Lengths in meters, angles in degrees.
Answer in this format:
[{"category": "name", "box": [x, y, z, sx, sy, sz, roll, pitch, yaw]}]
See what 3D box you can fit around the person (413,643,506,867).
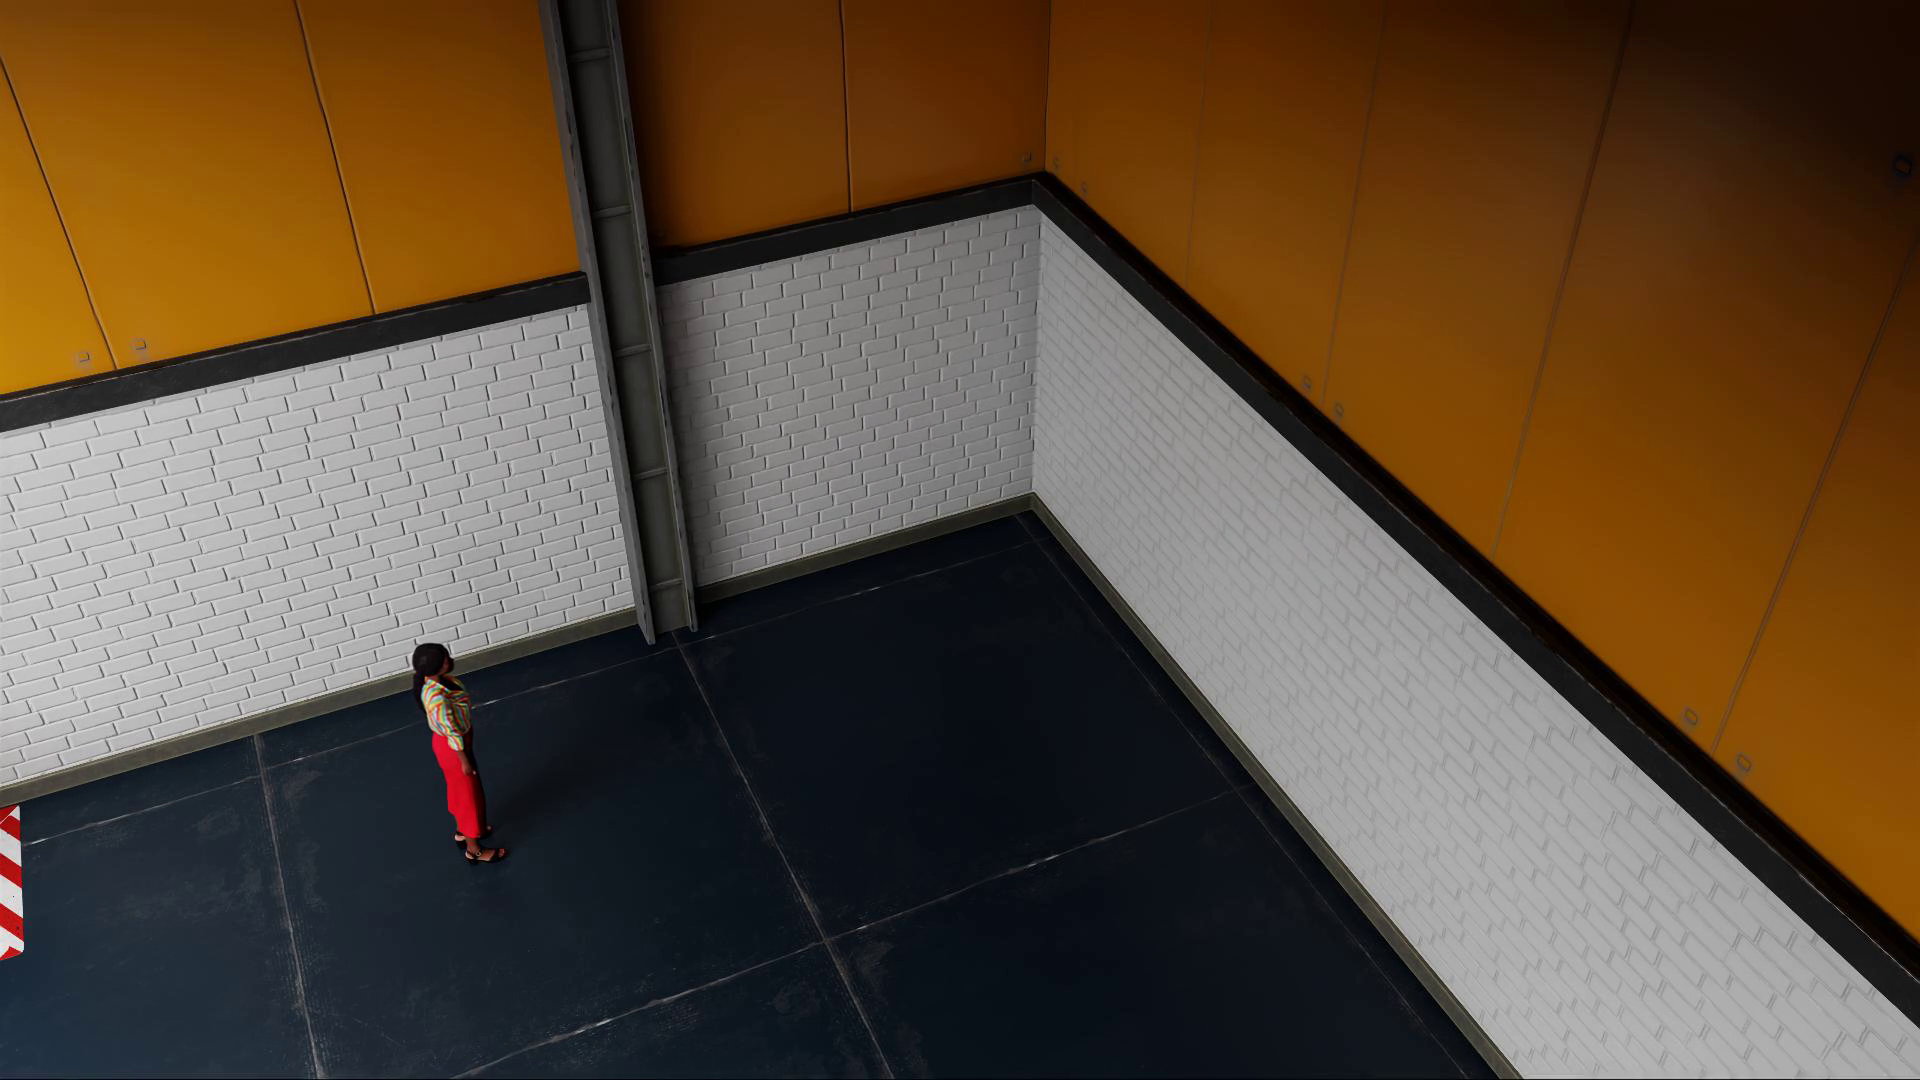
[{"category": "person", "box": [-3.149, 1.325, 10.370, 0.554, 1.793, 0.614, -21, 43, -24]}]
